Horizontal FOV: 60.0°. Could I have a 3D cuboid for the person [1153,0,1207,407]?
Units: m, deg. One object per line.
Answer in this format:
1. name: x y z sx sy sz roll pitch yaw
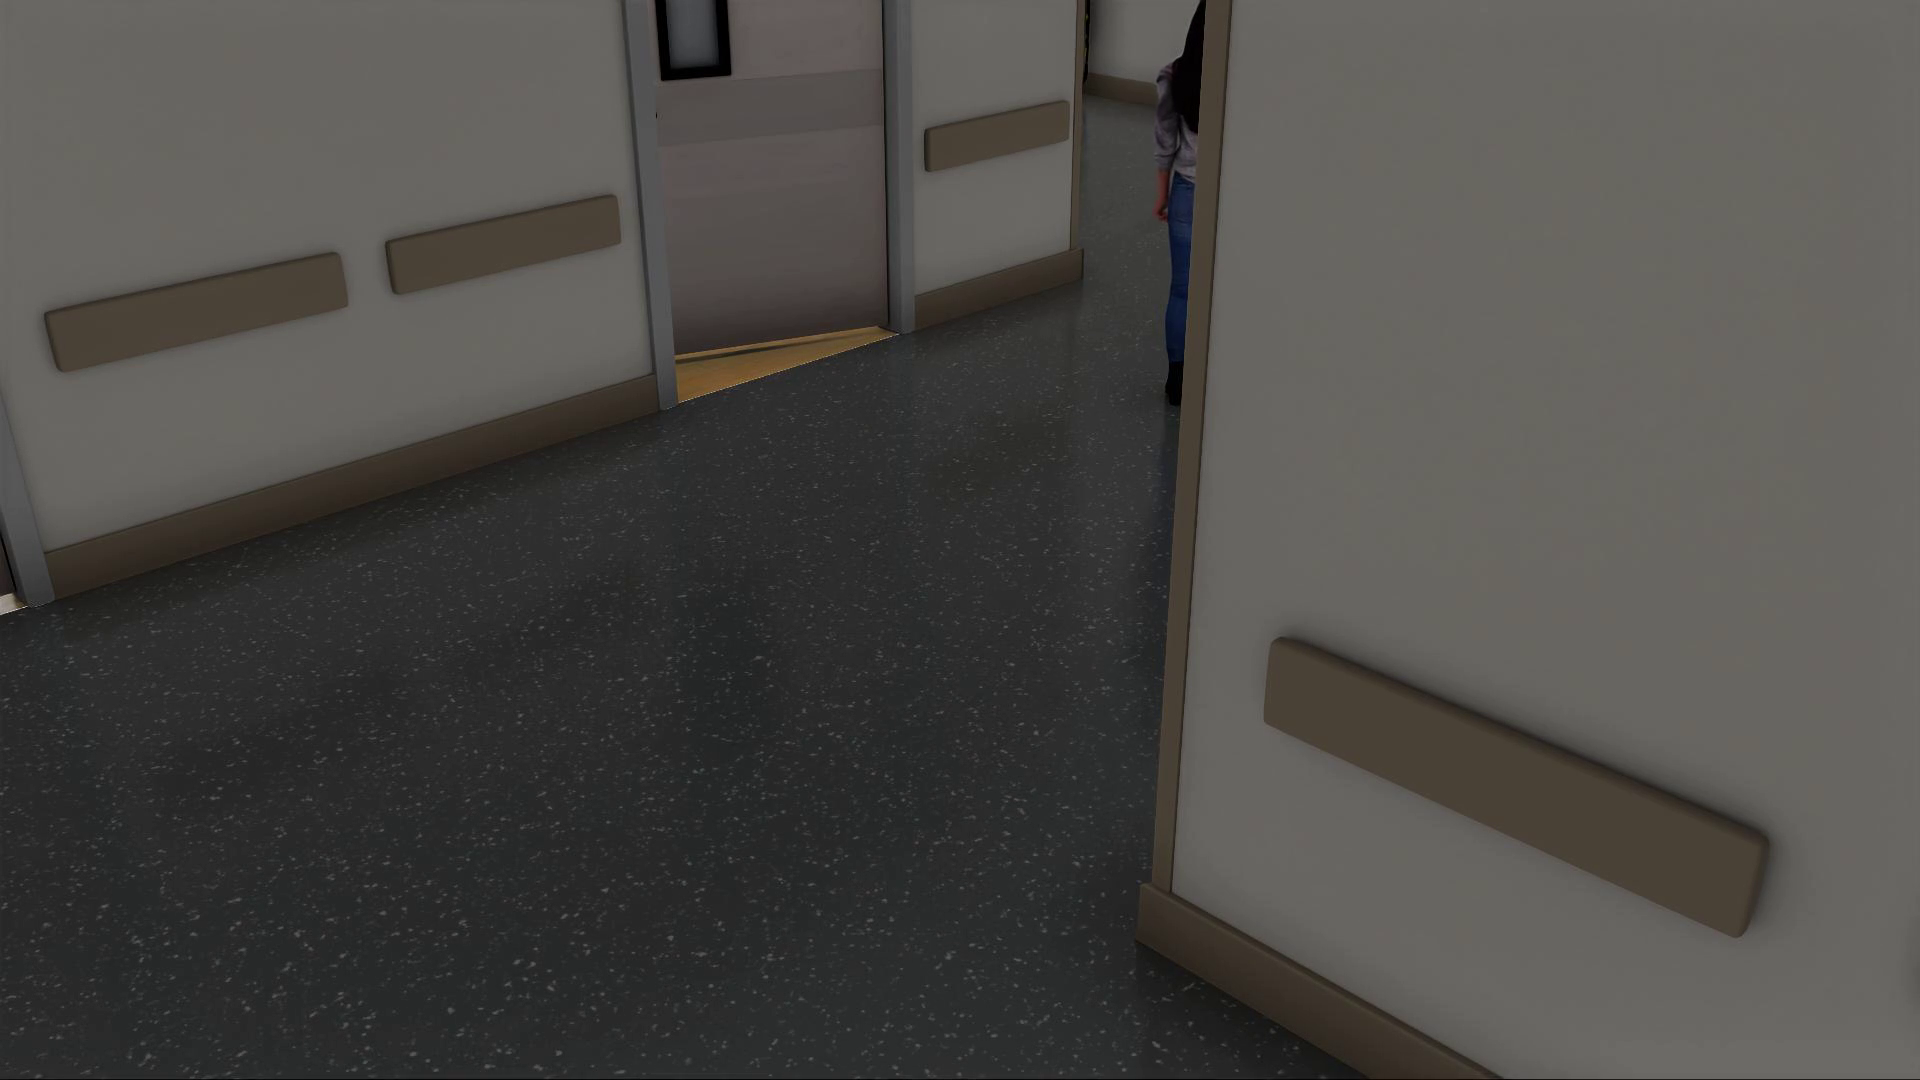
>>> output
1. person: 0.977 -1.318 6.476 0.676 1.633 0.667 8 27 16
